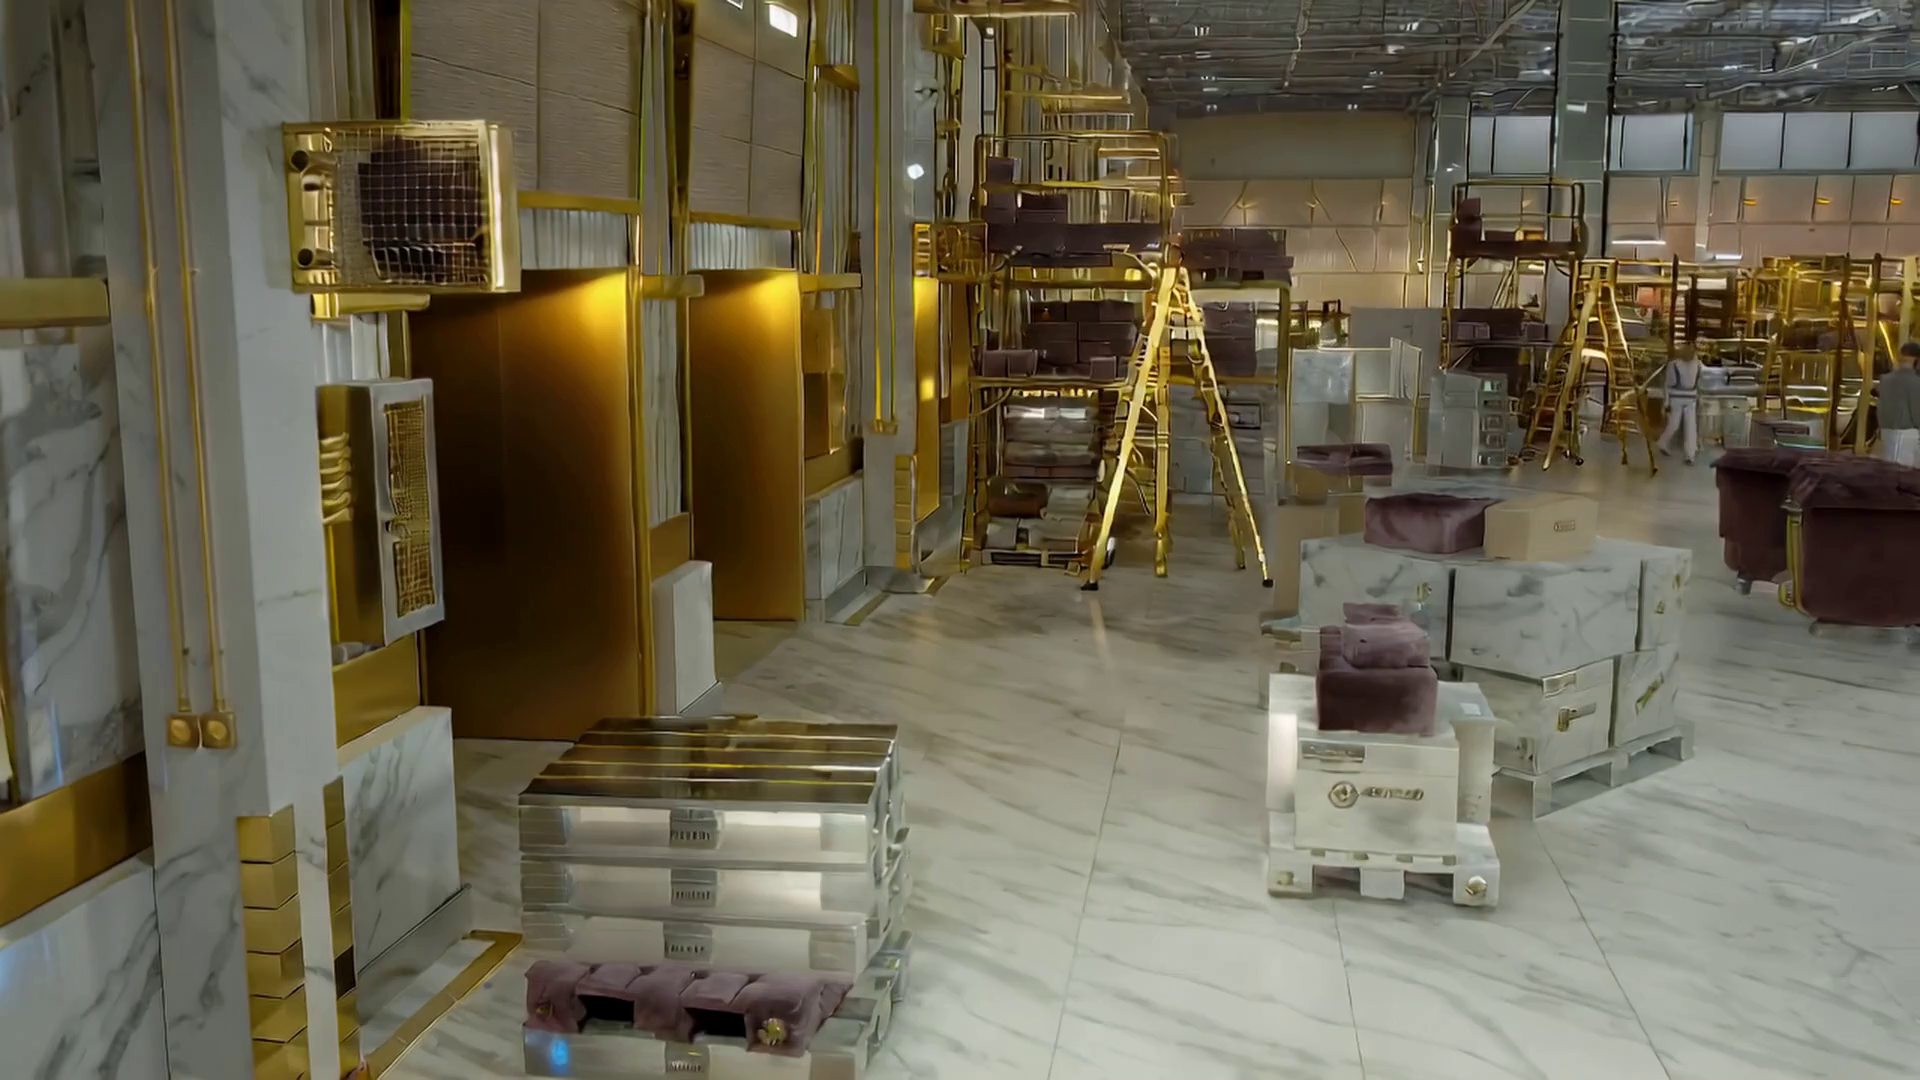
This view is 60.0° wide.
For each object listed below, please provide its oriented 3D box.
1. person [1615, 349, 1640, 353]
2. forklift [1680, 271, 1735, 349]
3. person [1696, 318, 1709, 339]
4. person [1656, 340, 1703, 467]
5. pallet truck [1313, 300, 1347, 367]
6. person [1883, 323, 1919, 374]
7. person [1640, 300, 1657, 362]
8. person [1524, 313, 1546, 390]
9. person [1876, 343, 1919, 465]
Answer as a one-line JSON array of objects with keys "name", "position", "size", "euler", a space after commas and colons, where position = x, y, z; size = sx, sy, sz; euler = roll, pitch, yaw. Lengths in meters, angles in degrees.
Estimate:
[{"name": "person", "position": [17.079, -4.995, 42.519], "size": [0.649, 1.920, 0.436], "euler": [0, 9, -2]}, {"name": "forklift", "position": [17.320, -4.818, 38.478], "size": [1.129, 2.768, 1.873], "euler": [5, 10, 28]}, {"name": "person", "position": [17.320, -4.320, 38.907], "size": [0.295, 1.744, 0.492], "euler": [5, 10, 27]}, {"name": "person", "position": [10.543, -2.019, 24.397], "size": [0.608, 1.857, 0.798], "euler": [-1, 9, -6]}, {"name": "pallet truck", "position": [11.159, -6.200, 49.718], "size": [0.823, 1.965, 1.885], "euler": [4, 10, 26]}, {"name": "person", "position": [17.705, -3.155, 31.303], "size": [0.620, 1.893, 1.038], "euler": [5, 11, 30]}, {"name": "person", "position": [21.506, -6.529, 51.932], "size": [0.375, 1.935, 0.550], "euler": [6, 11, 31]}, {"name": "person", "position": [13.669, -4.467, 39.521], "size": [0.504, 1.840, 0.345], "euler": [-4, 10, -22]}, {"name": "person", "position": [11.220, -1.347, 19.804], "size": [0.380, 1.993, 0.610], "euler": [-5, 10, -28]}]
